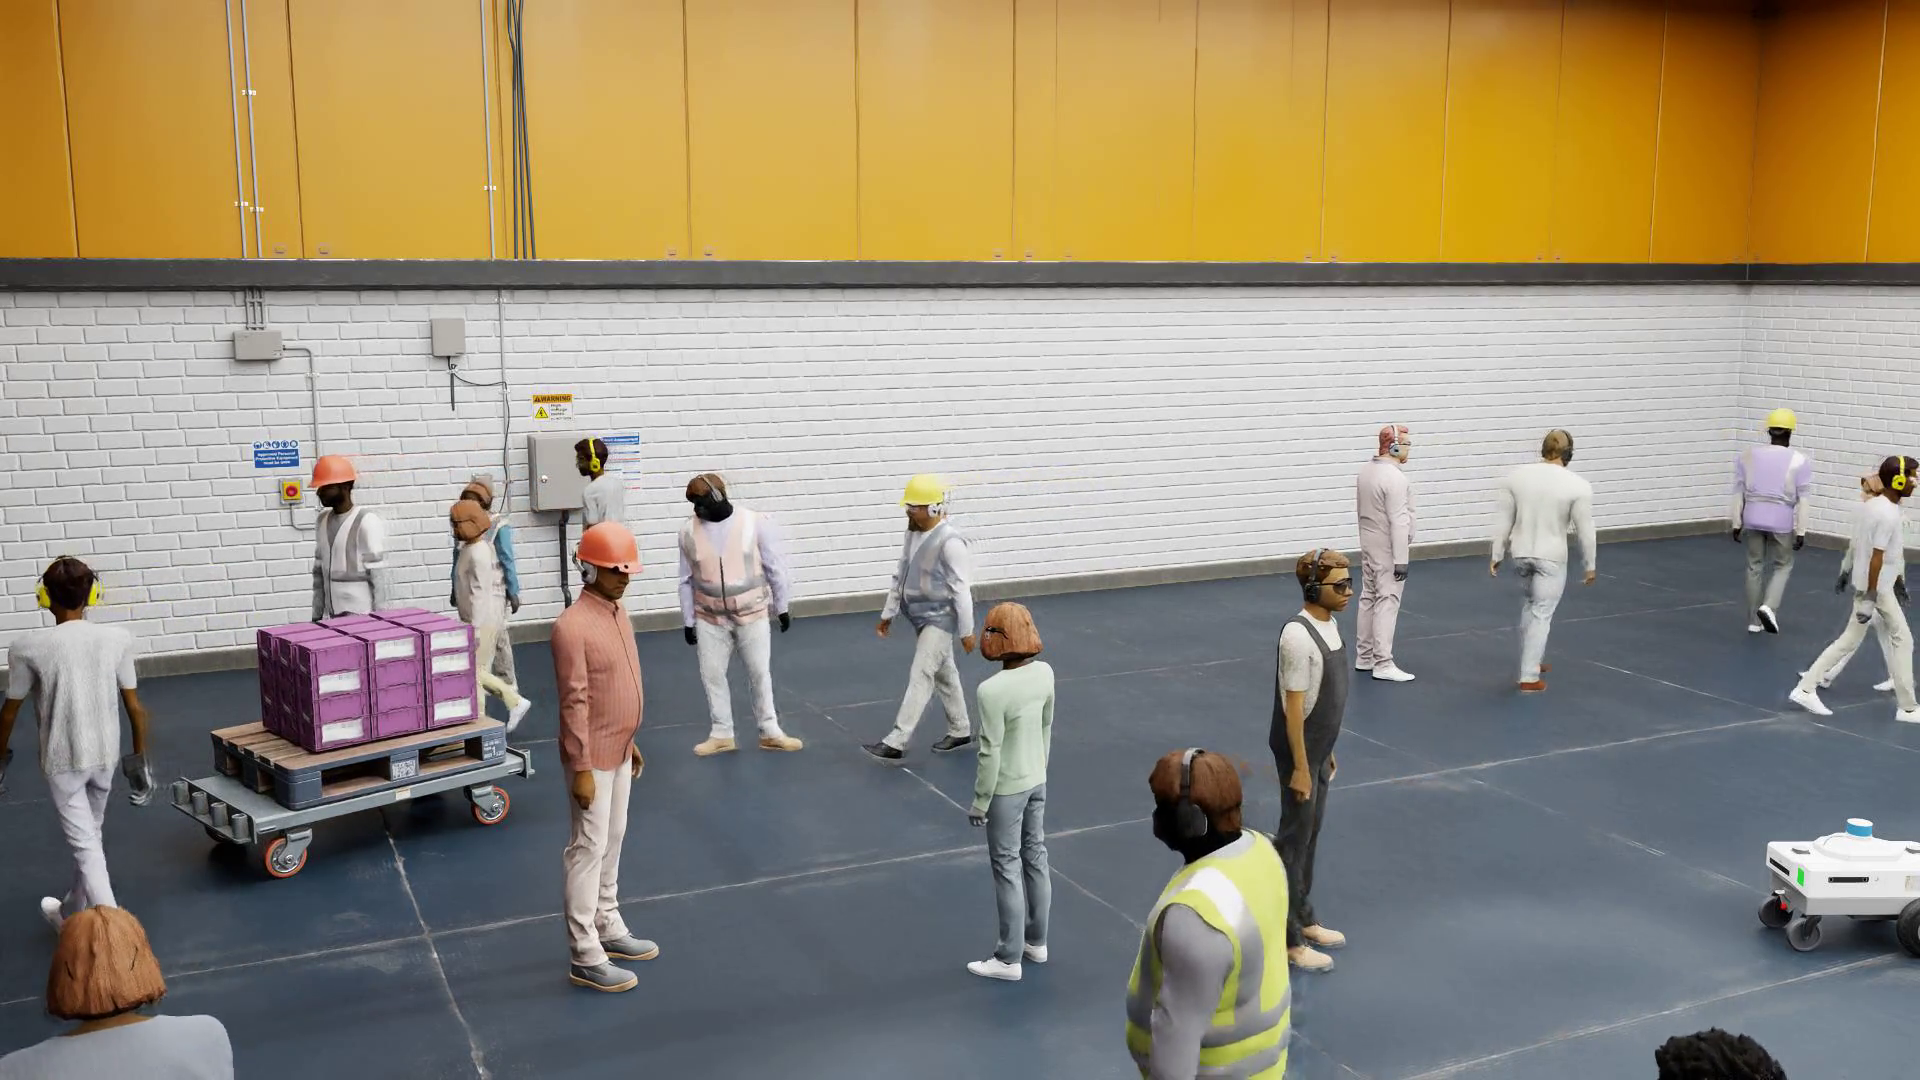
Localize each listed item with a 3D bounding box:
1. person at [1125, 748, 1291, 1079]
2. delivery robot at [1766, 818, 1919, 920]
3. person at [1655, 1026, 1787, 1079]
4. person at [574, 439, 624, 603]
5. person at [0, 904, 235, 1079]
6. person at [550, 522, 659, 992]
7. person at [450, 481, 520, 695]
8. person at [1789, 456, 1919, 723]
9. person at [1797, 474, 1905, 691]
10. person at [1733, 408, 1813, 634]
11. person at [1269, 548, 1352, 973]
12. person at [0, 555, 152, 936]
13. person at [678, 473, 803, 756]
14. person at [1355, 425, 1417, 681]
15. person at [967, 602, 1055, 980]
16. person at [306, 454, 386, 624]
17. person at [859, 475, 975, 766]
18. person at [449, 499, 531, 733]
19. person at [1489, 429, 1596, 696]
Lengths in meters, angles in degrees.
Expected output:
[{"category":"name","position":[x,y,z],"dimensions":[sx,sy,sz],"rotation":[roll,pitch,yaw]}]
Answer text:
[{"category":"person","position":[0.725,1.438,4.441],"dimensions":[0.941,1.798,0.630],"rotation":[4,10,23]},{"category":"delivery robot","position":[4.053,1.506,7.529],"dimensions":[0.707,0.478,0.477],"rotation":[0,9,0]},{"category":"person","position":[1.443,1.714,3.055],"dimensions":[0.557,1.677,0.391],"rotation":[-8,12,-42]},{"category":"person","position":[-2.612,0.165,12.175],"dimensions":[0.550,1.840,0.626],"rotation":[4,10,22]},{"category":"person","position":[-1.953,1.621,3.905],"dimensions":[0.532,1.585,0.860],"rotation":[-5,10,-28]},{"category":"person","position":[-1.514,0.906,7.116],"dimensions":[0.391,1.985,0.609],"rotation":[1,9,9]},{"category":"person","position":[-3.360,0.383,11.567],"dimensions":[0.576,1.595,0.756],"rotation":[7,12,38]},{"category":"person","position":[6.165,0.325,11.246],"dimensions":[0.930,1.823,0.481],"rotation":[2,9,12]},{"category":"person","position":[6.500,0.317,11.967],"dimensions":[0.864,1.587,0.545],"rotation":[1,9,6]},{"category":"person","position":[6.737,-0.140,13.853],"dimensions":[0.598,1.913,0.527],"rotation":[8,12,39]},{"category":"person","position":[1.548,0.944,7.315],"dimensions":[0.351,1.846,0.507],"rotation":[5,10,28]},{"category":"person","position":[-3.876,0.978,7.214],"dimensions":[0.979,1.815,0.536],"rotation":[6,11,35]},{"category":"person","position":[-1.367,0.478,10.375],"dimensions":[0.772,1.809,0.434],"rotation":[0,9,2]},{"category":"person","position":[3.204,0.090,12.429],"dimensions":[0.403,1.906,0.651],"rotation":[-2,9,-10]},{"category":"person","position":[0.221,1.074,7.166],"dimensions":[0.284,1.633,0.497],"rotation":[7,11,36]},{"category":"person","position":[-3.817,0.424,10.307],"dimensions":[0.565,1.916,0.436],"rotation":[6,11,34]},{"category":"person","position":[-0.281,0.493,10.252],"dimensions":[0.907,1.787,0.619],"rotation":[-5,10,-27]},{"category":"person","position":[-3.041,0.535,10.564],"dimensions":[0.475,1.615,0.505],"rotation":[-4,10,-25]},{"category":"person","position":[4.272,0.147,12.088],"dimensions":[0.836,1.902,0.697],"rotation":[-8,12,-42]}]
